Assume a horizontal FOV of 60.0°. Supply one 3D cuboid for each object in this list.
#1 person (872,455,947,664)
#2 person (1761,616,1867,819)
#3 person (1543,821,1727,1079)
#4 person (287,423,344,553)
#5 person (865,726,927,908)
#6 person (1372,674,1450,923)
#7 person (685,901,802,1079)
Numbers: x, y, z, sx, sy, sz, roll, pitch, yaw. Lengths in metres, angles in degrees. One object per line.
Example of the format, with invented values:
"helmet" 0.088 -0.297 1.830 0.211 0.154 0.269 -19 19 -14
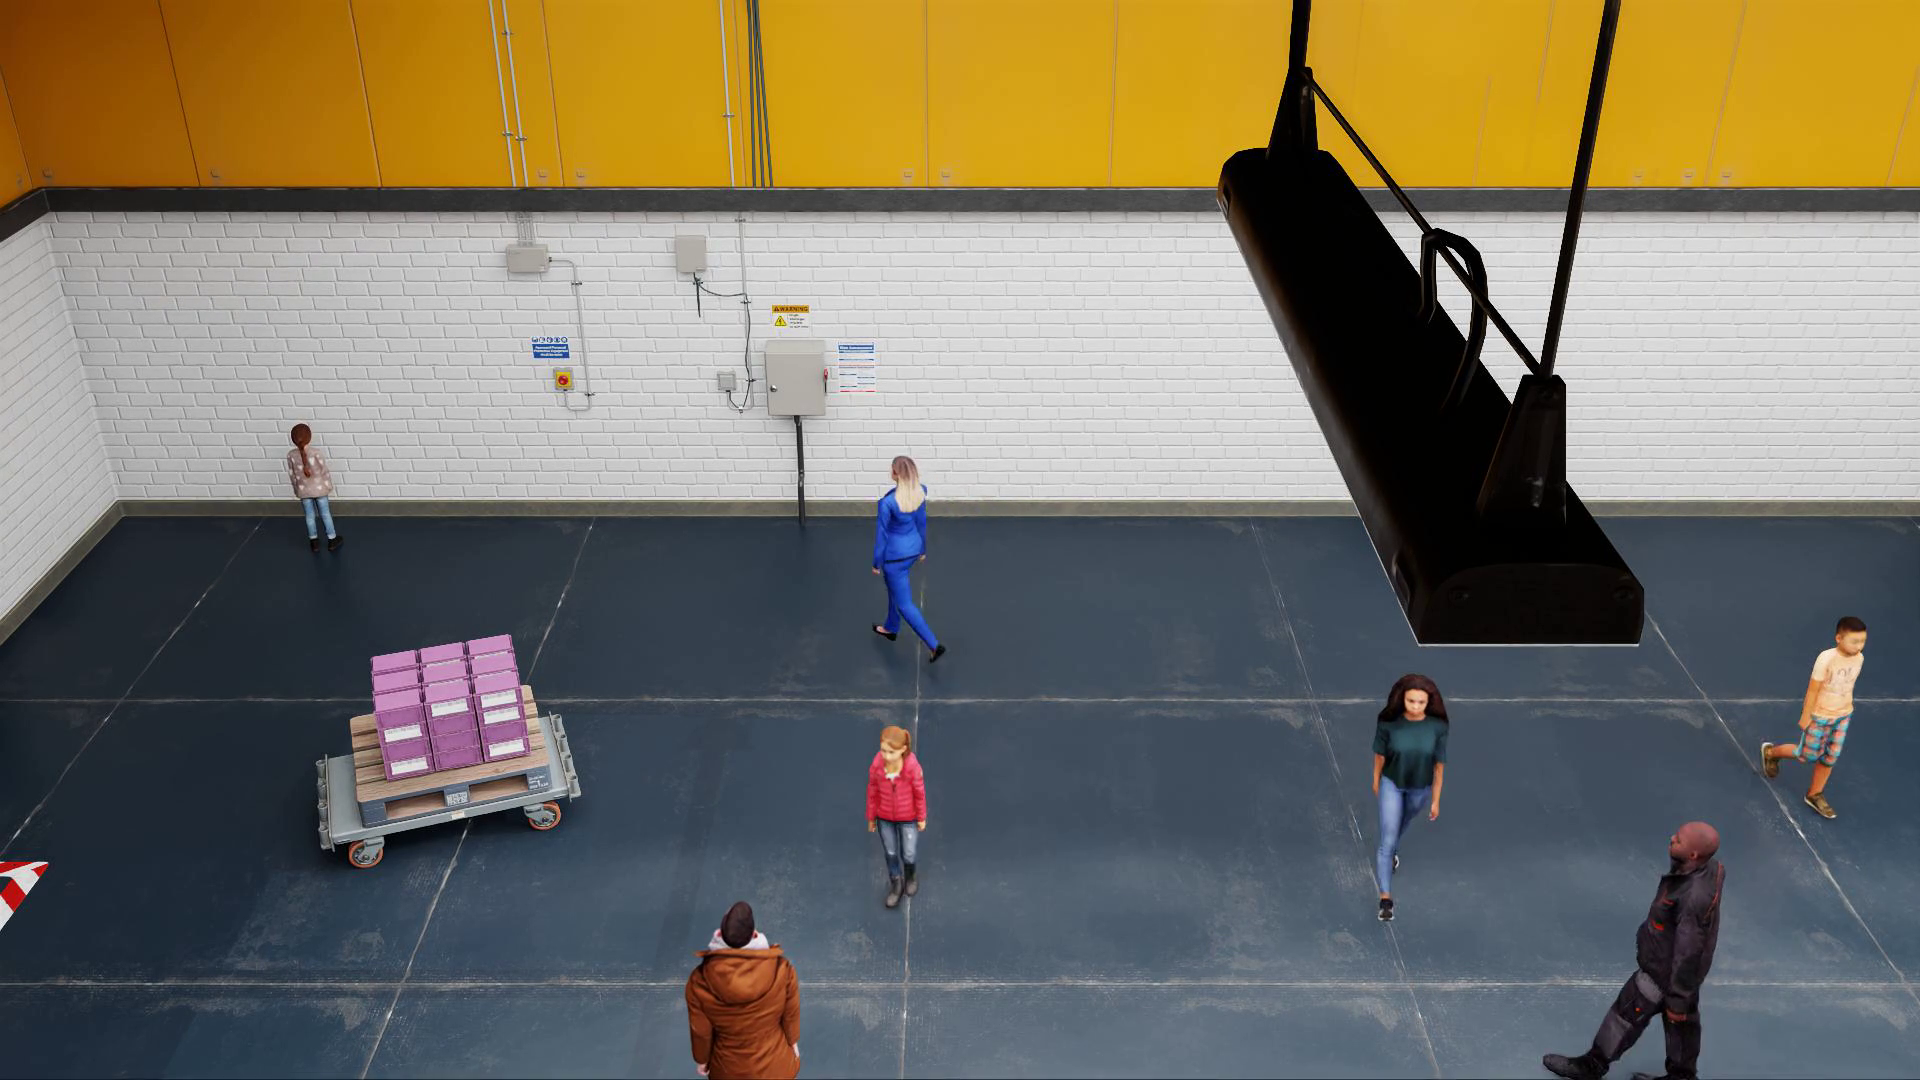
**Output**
"person" -0.379 0.176 12.672 1.139 1.670 1.103 23 36 36
"person" 5.768 1.131 11.156 0.677 1.445 0.900 -9 30 -16
"person" 3.839 2.267 8.700 1.079 1.803 1.110 14 32 24
"person" -5.582 -0.453 14.322 0.506 1.194 0.504 -5 29 -8
"person" -0.370 1.674 10.303 0.575 1.308 0.595 6 29 11
"person" 2.774 1.496 10.357 0.667 1.569 1.114 3 29 6
"person" -1.025 2.528 8.184 0.753 1.838 0.742 -5 29 -9
